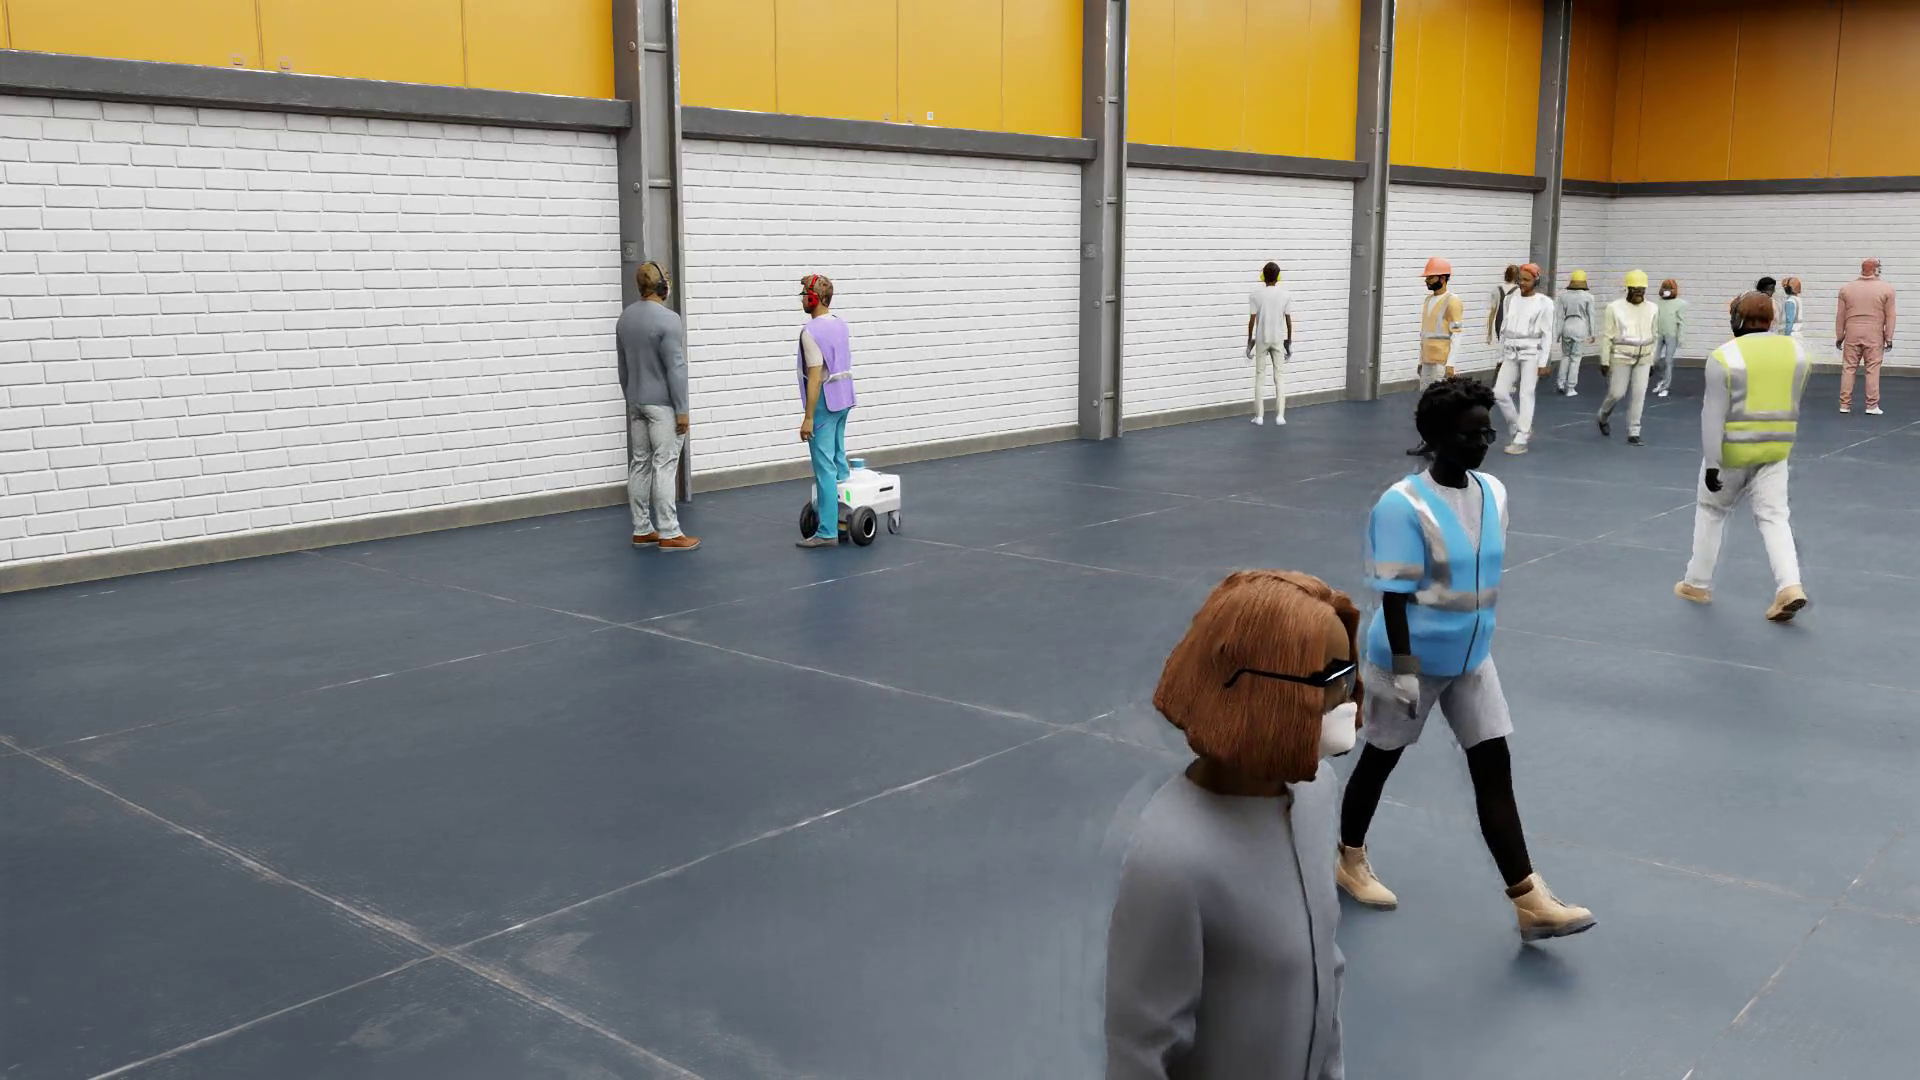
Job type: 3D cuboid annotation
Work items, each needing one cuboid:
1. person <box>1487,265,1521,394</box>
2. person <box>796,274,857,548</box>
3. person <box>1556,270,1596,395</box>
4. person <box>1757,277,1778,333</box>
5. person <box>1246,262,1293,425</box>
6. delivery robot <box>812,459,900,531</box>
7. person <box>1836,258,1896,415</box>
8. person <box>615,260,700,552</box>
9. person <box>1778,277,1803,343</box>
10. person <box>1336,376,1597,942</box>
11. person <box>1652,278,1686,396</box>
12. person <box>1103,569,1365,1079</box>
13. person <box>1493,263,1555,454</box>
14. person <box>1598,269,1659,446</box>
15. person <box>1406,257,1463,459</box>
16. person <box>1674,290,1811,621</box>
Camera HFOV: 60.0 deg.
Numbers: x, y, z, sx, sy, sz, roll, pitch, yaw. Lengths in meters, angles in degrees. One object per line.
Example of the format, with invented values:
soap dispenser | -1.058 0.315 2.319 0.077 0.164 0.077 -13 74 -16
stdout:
person | 7.502 -2.855 22.770 0.501 1.796 0.964 10 14 44
person | -0.909 -0.864 11.249 0.396 1.847 0.564 3 11 19
person | 8.477 -2.849 22.913 0.492 1.725 0.471 9 13 41
person | 10.117 -2.486 21.014 0.555 1.646 0.865 -3 10 -14
person | 3.550 -2.249 19.087 0.533 1.865 0.311 1 10 4
delivery robot | -0.717 -0.323 11.581 0.477 0.478 0.707 6 12 29
person | 11.042 -2.479 20.286 0.648 1.904 0.401 9 13 42
person | -2.029 -0.888 11.129 0.634 1.940 0.367 9 13 41
person | 11.053 -2.674 22.157 0.315 1.636 0.514 7 12 35
person | 1.443 0.354 4.857 0.552 1.648 0.868 -6 11 -30
person | 9.648 -2.767 22.748 0.502 1.617 0.354 9 14 43
person | 0.357 0.831 2.234 0.379 1.624 0.501 6 12 31
person | 5.527 -1.775 16.343 0.397 1.876 0.615 -7 12 -36
person | 6.910 -1.892 17.218 0.595 1.811 0.646 -1 10 -3
person | 4.567 -1.744 16.002 0.366 1.935 0.552 -3 10 -17
person | 4.382 -0.474 9.183 0.613 1.801 0.939 -1 10 -3
